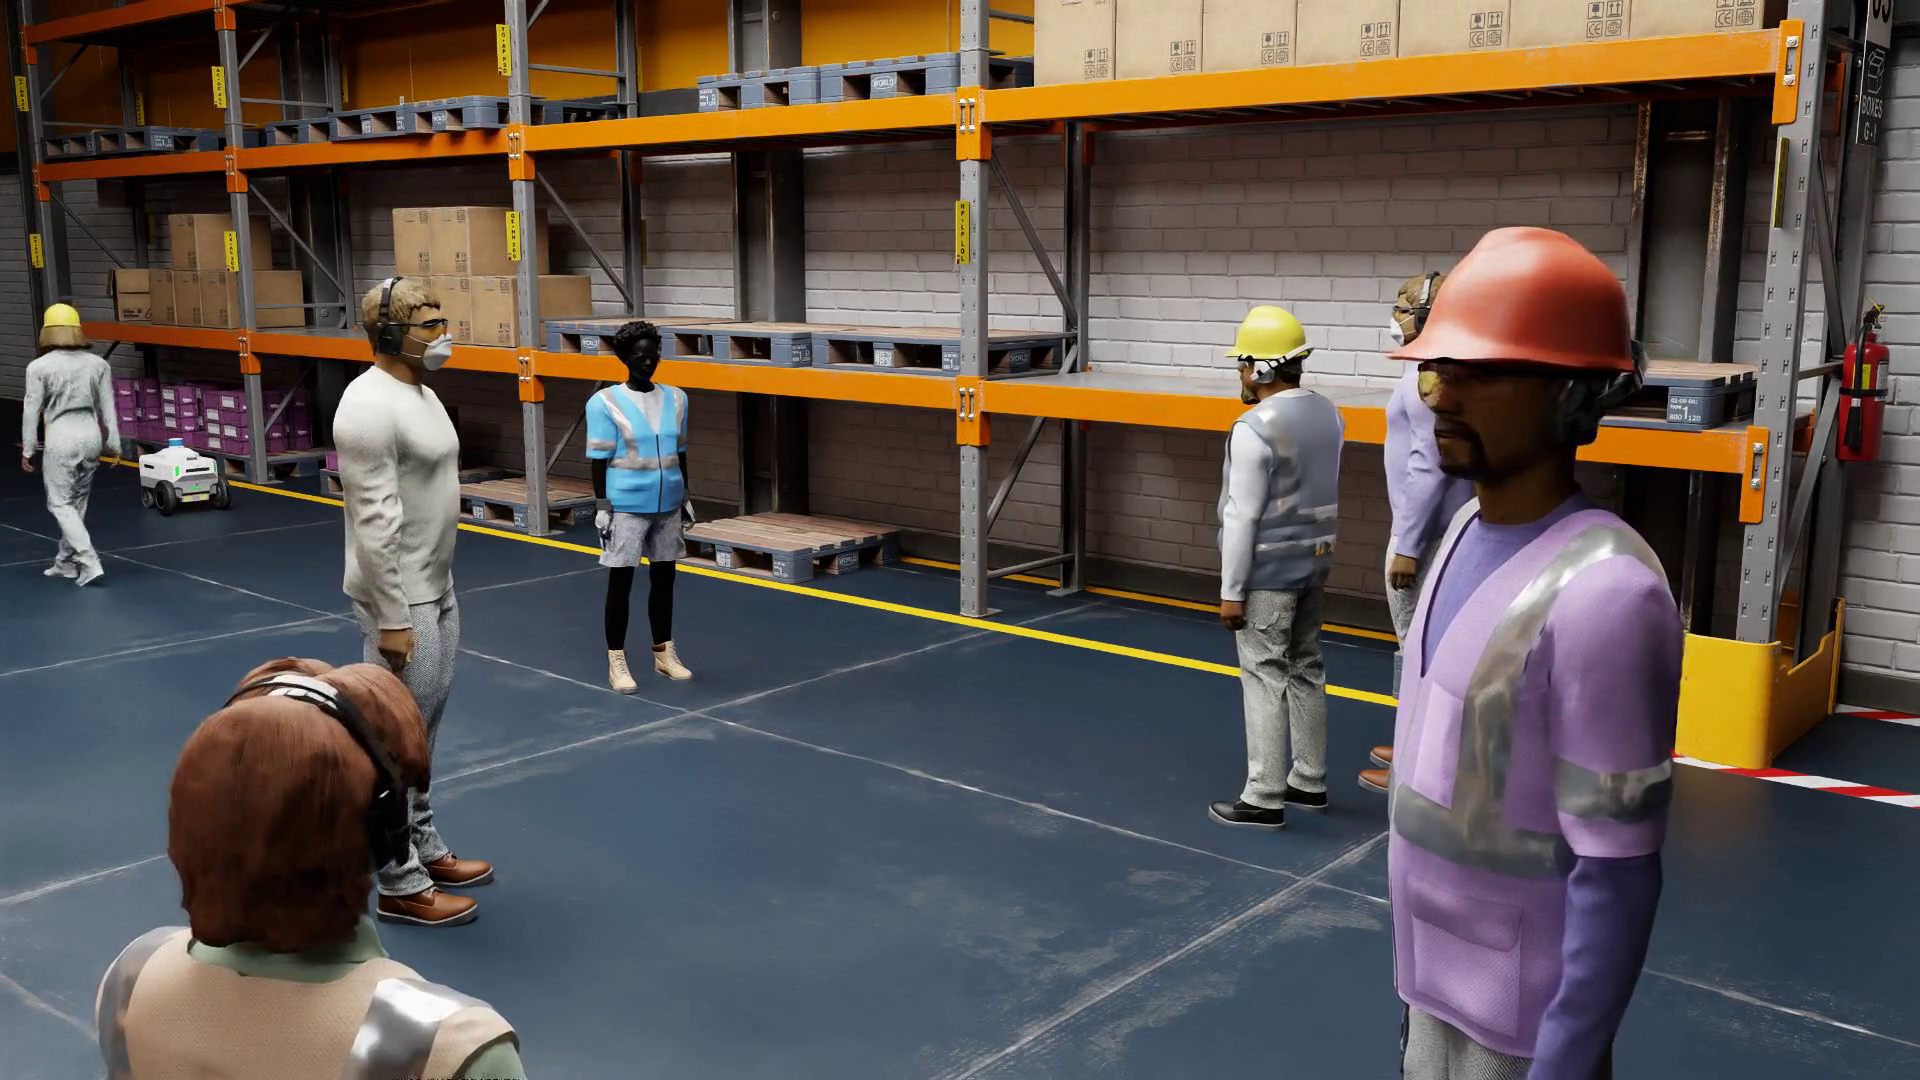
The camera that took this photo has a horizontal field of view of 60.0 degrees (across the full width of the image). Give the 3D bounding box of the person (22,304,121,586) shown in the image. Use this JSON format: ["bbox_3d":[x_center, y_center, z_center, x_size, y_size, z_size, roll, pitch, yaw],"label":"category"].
[{"bbox_3d":[-5.394,-0.571,10.049,0.711,1.693,0.521,6,12,32],"label":"person"}]

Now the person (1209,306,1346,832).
[{"bbox_3d":[1.099,0.102,5.828,0.404,1.826,0.592,9,14,43],"label":"person"}]

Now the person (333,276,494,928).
[{"bbox_3d":[-1.656,0.182,5.034,0.372,1.940,0.627,-1,10,-4],"label":"person"}]

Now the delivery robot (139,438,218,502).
[{"bbox_3d":[-6.034,-0.542,12.831,0.707,0.478,0.477,9,13,41],"label":"delivery robot"}]

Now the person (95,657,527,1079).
[{"bbox_3d":[-0.601,0.925,1.643,0.521,1.645,0.306,4,11,23],"label":"person"}]

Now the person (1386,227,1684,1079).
[{"bbox_3d":[0.739,0.601,2.339,0.360,2.047,0.615,0,10,-2],"label":"person"}]

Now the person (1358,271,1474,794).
[{"bbox_3d":[1.718,-0.019,6.182,0.365,1.939,0.636,4,11,23],"label":"person"}]

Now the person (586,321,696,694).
[{"bbox_3d":[-1.450,-0.153,7.631,0.541,1.696,0.313,-9,13,-42],"label":"person"}]
